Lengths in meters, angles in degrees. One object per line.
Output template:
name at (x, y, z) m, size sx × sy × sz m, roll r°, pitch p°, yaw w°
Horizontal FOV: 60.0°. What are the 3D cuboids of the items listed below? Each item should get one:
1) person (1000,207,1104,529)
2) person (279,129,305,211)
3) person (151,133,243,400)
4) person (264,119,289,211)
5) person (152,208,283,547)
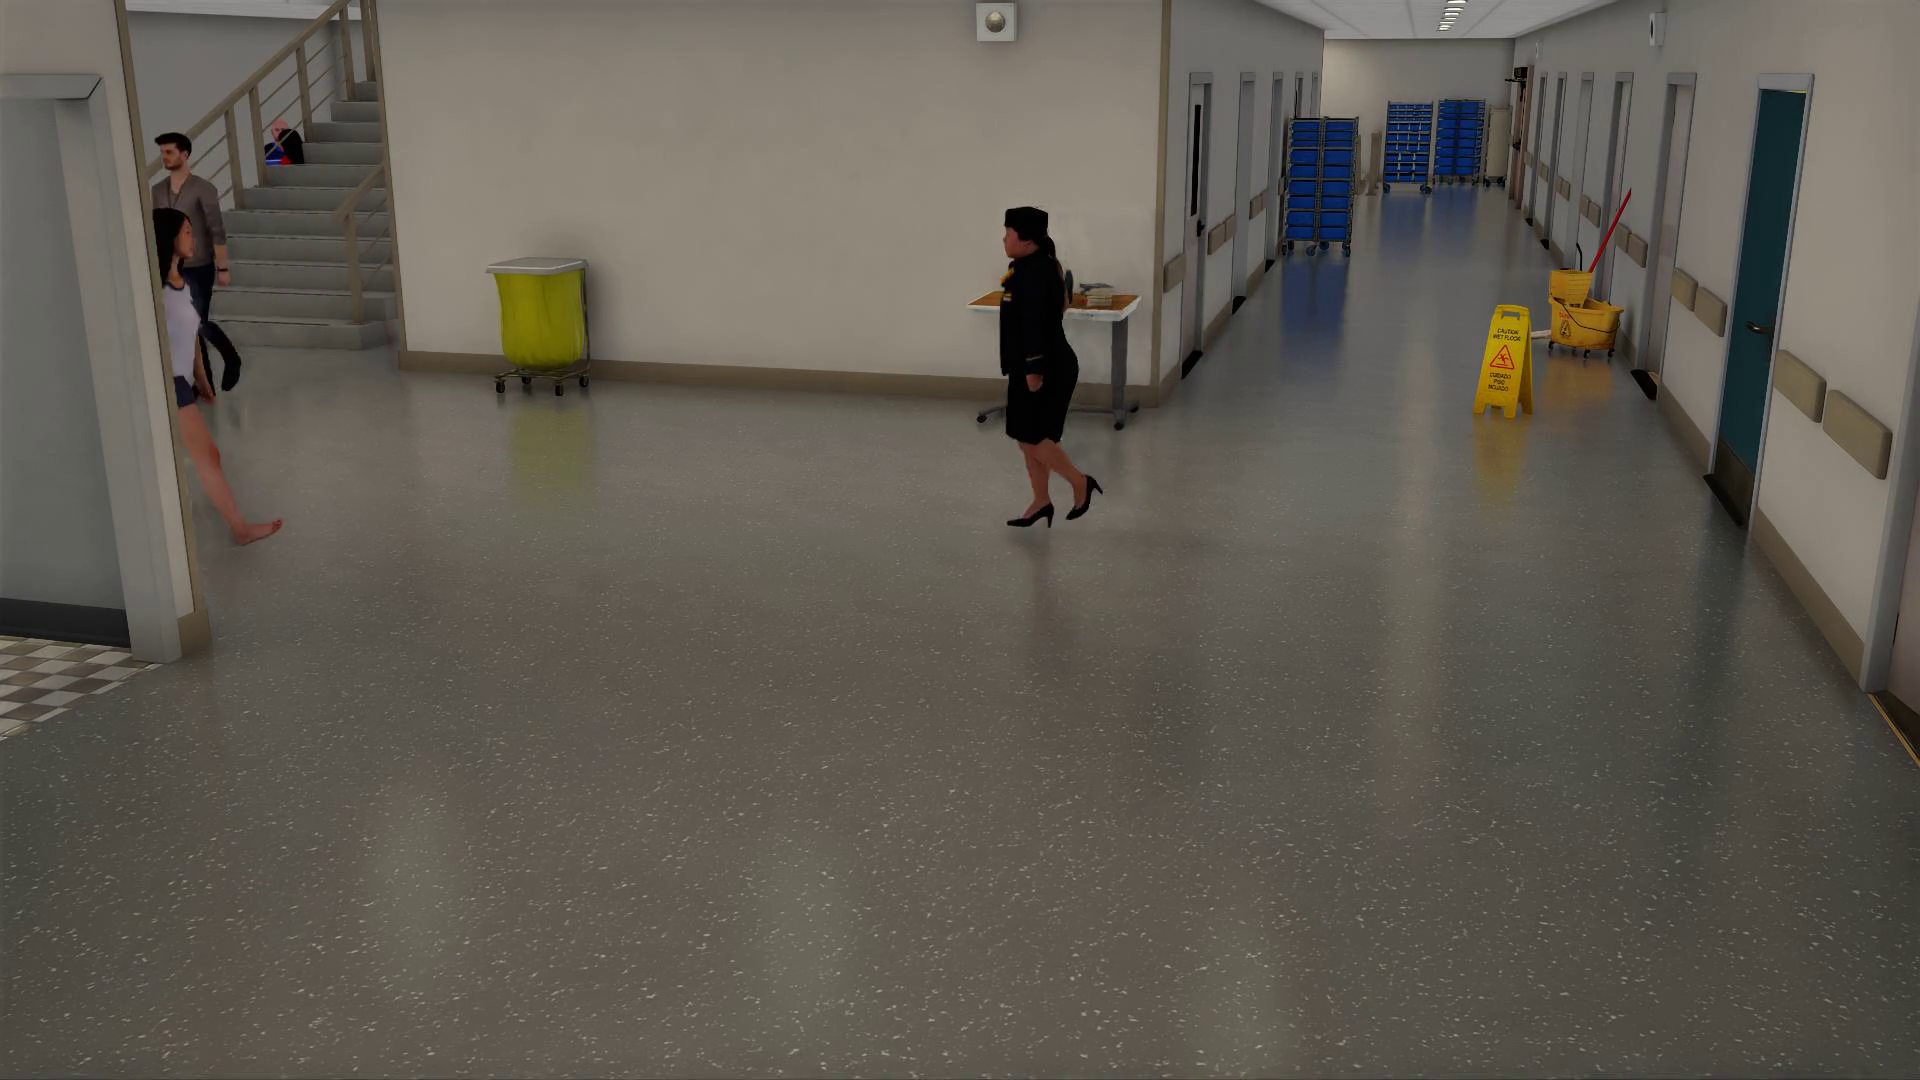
person at (0.472, -0.839, 8.458) m, size 0.869 × 1.655 × 0.795 m, roll 2°, pitch 16°, yaw 6°
person at (-6.887, -3.385, 17.315) m, size 0.696 × 1.748 × 0.576 m, roll 2°, pitch 16°, yaw 8°
person at (-5.498, -1.963, 12.013) m, size 0.713 × 1.889 × 0.765 m, roll 5°, pitch 17°, yaw 18°
person at (-7.222, -3.579, 17.834) m, size 0.757 × 1.841 × 0.765 m, roll -5°, pitch 16°, yaw -17°
person at (-3.915, -0.724, 8.040) m, size 0.920 × 1.661 × 1.058 m, roll 0°, pitch 16°, yaw 1°
